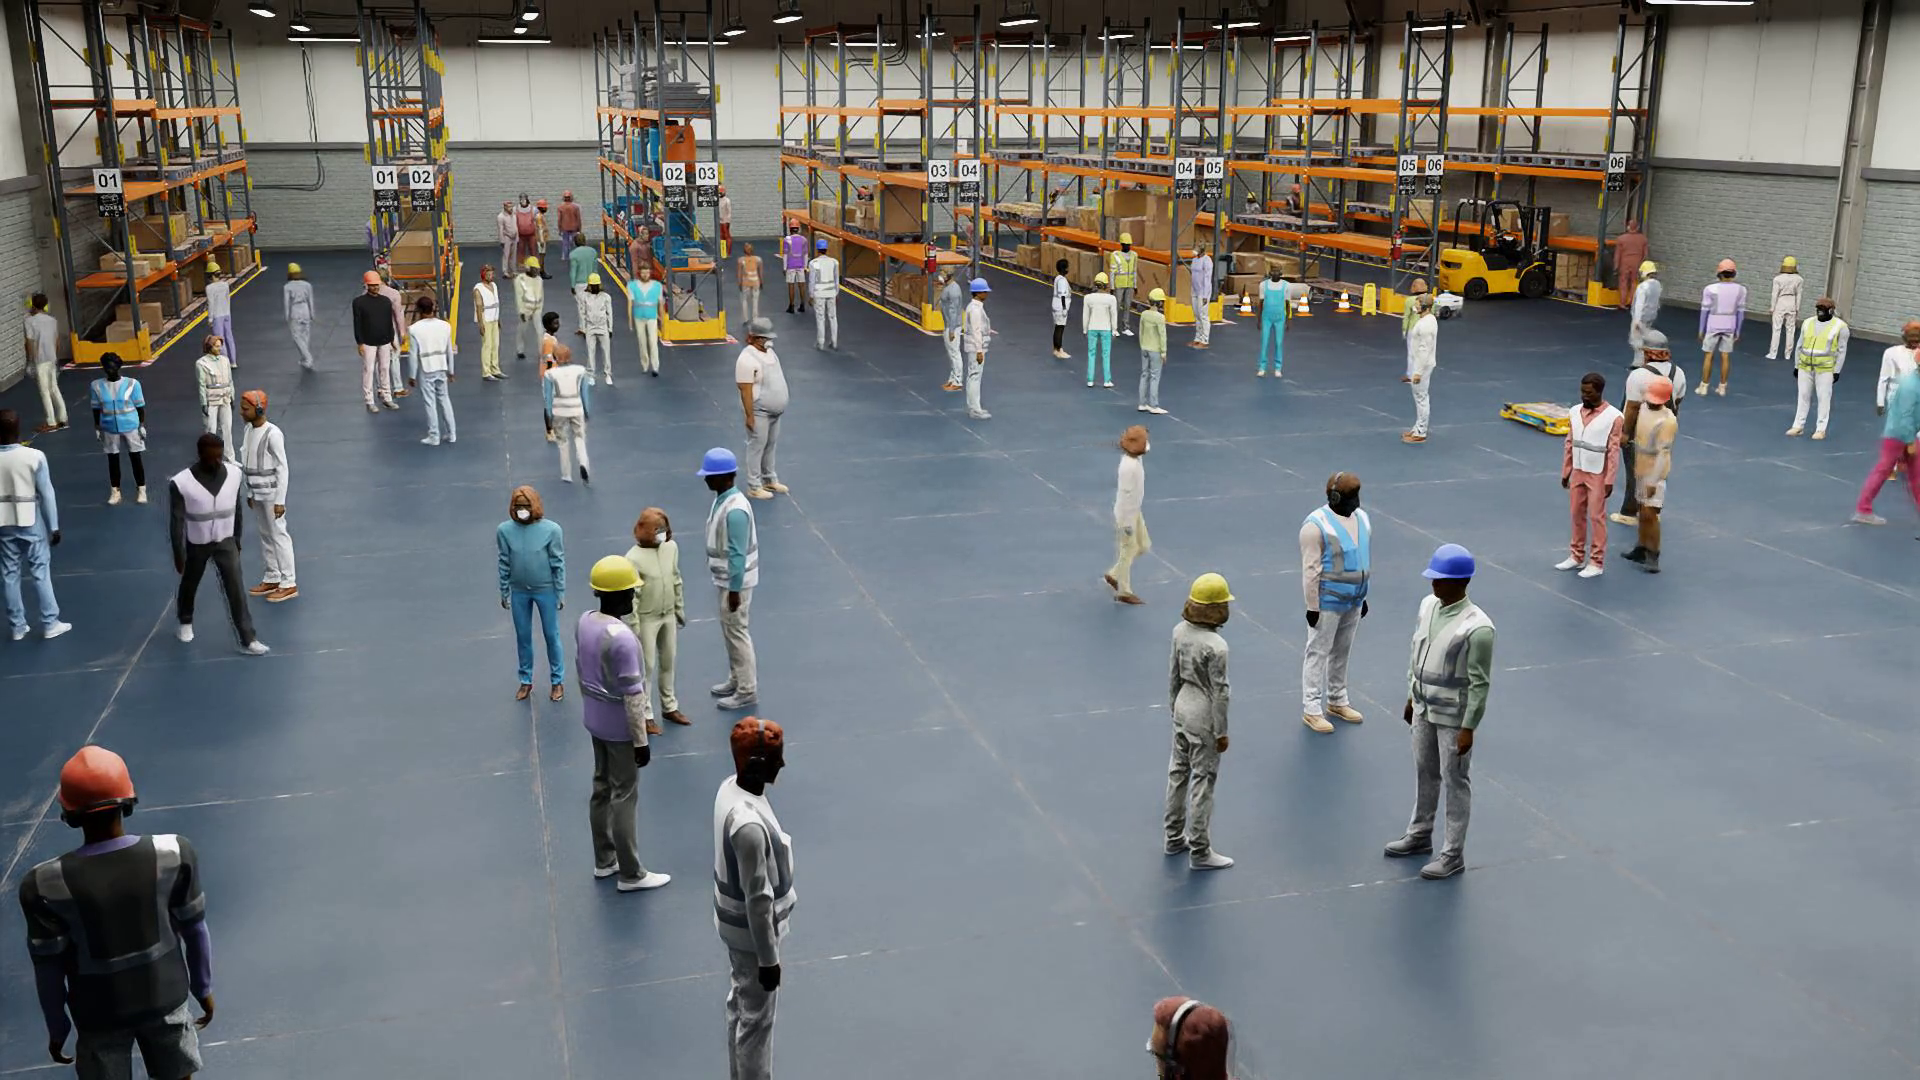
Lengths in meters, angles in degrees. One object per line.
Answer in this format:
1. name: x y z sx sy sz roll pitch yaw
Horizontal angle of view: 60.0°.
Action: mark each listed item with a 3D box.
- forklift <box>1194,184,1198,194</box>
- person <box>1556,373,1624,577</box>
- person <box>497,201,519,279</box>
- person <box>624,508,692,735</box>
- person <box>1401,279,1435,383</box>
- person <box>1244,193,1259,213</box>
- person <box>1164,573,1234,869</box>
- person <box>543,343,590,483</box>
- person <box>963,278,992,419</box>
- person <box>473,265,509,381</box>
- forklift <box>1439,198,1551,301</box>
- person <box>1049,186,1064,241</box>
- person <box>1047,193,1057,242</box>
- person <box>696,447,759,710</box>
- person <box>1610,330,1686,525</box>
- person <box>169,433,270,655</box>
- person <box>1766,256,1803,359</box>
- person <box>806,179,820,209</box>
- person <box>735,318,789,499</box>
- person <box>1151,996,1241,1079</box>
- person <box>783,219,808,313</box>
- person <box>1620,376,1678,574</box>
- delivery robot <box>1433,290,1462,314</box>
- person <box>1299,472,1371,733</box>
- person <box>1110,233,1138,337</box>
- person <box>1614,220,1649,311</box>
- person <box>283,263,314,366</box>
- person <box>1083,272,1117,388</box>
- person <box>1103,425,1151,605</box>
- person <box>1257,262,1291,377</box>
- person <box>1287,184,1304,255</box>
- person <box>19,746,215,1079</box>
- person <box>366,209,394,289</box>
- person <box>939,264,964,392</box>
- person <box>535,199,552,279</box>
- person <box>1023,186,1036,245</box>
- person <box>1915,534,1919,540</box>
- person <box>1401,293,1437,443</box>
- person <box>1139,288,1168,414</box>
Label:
1. forklift: 7.392 -11.333 53.972 1.873 2.768 1.129 -4 15 -15
2. person: 5.884 -0.619 15.532 0.403 1.908 0.599 -8 17 -28
3. person: -11.125 -7.412 41.112 0.400 1.901 0.646 7 16 25
4. person: -2.127 0.558 11.637 0.295 1.623 0.507 10 18 34
5. person: 7.164 -3.268 26.036 0.500 1.629 0.289 -2 15 -8
6. person: 8.319 -9.075 47.657 0.488 1.744 0.296 13 20 41
7. person: 1.400 1.034 9.615 0.323 1.743 0.489 -8 17 -26
8. person: -4.521 -1.453 19.175 0.521 1.625 0.414 -7 16 -24
9. person: 0.241 -2.660 23.124 0.389 1.949 0.603 -1 15 -5
10. person: -7.436 -3.418 26.208 0.407 1.830 0.576 3 15 13
11. forklift: 11.913 -6.508 37.130 2.313 2.155 1.214 -4 15 -15
12. person: 2.970 -10.049 51.358 0.659 1.723 0.467 -13 20 -40
13. person: 2.517 -8.578 45.573 0.321 1.863 0.517 6 16 21
14. person: -1.680 0.272 12.122 0.423 1.935 0.614 -5 16 -17
15. person: 7.142 -1.180 17.376 0.681 2.000 0.538 -6 16 -21
16. person: -6.058 0.006 13.380 1.179 1.813 0.608 13 20 40
17. person: 14.091 -3.964 28.419 0.486 1.746 0.289 2 15 7
18. person: -4.626 -10.344 52.078 0.381 1.929 0.542 12 19 39
19. person: -2.175 -1.481 18.511 0.535 2.000 0.685 6 16 20
20. person: 0.692 2.220 4.887 0.662 1.882 0.479 -9 17 -31
21. person: -3.432 -5.685 34.543 0.542 1.933 0.382 -8 17 -28
22. person: 6.470 -0.649 15.699 0.379 1.887 0.704 -1 15 -3
23. delivery robot: 9.864 -4.830 33.782 0.707 0.478 0.477 -10 18 -32
24. person: 2.660 0.425 11.719 0.627 1.846 0.429 -11 19 -37
25. person: 3.078 -4.772 31.113 0.594 1.924 0.382 -7 17 -26
26. person: 14.032 -5.741 34.825 0.647 1.898 0.430 3 15 10
27. person: -10.900 -3.708 27.493 0.578 1.722 0.504 14 20 42
28. person: 2.155 -3.229 25.614 0.534 1.767 0.320 4 15 14
29. person: 1.511 -0.218 14.553 0.358 1.616 0.530 4 15 15
30. person: 5.002 -3.514 26.534 0.513 1.844 0.328 3 15 12
31. person: 9.587 -9.136 47.377 0.611 2.006 0.467 -2 15 -9
32. person: -3.169 1.750 6.338 0.608 2.048 0.365 -10 18 -34
33. person: -13.369 -6.723 38.433 0.630 1.940 0.372 3 15 11
34. person: -0.136 -3.231 25.322 0.378 1.931 0.625 -2 15 -8
35. person: -10.282 -7.417 41.043 0.375 1.939 0.546 -2 15 -7
36. person: 2.017 -9.418 48.556 0.388 1.948 0.605 -3 15 -9
37. person: 9.933 -0.858 16.569 0.413 1.834 0.582 -10 18 -34
38. person: 5.949 -2.217 21.477 0.372 1.940 0.630 4 15 16
39. person: 2.748 -2.670 23.513 0.324 1.765 0.533 -9 17 -31
